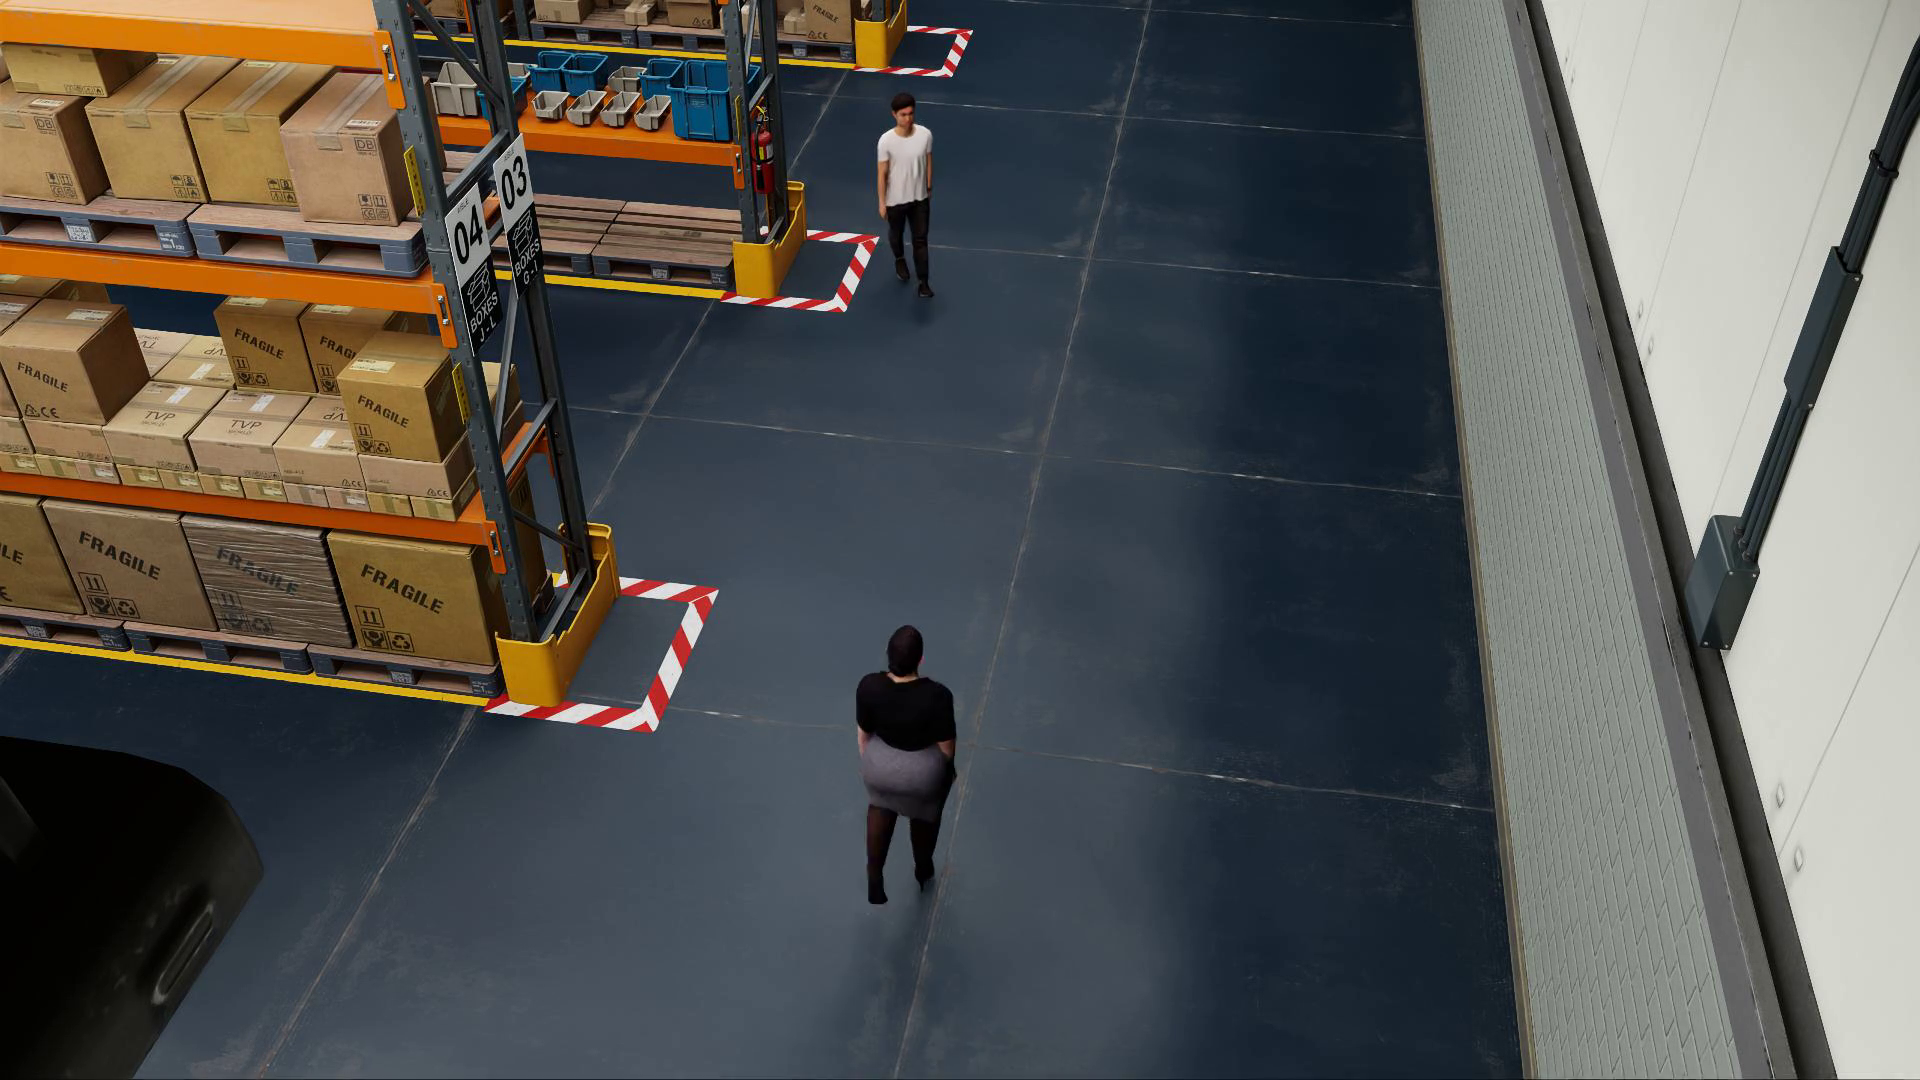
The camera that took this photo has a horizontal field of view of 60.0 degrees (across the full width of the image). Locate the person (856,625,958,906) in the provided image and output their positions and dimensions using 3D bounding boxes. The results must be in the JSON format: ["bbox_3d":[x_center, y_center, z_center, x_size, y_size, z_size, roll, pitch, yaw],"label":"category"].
[{"bbox_3d":[-0.284,1.205,8.316,0.819,1.746,0.767,10,39,13],"label":"person"}]

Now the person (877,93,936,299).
[{"bbox_3d":[-0.464,-2.850,13.551,1.098,1.683,1.003,-10,39,-13],"label":"person"}]
